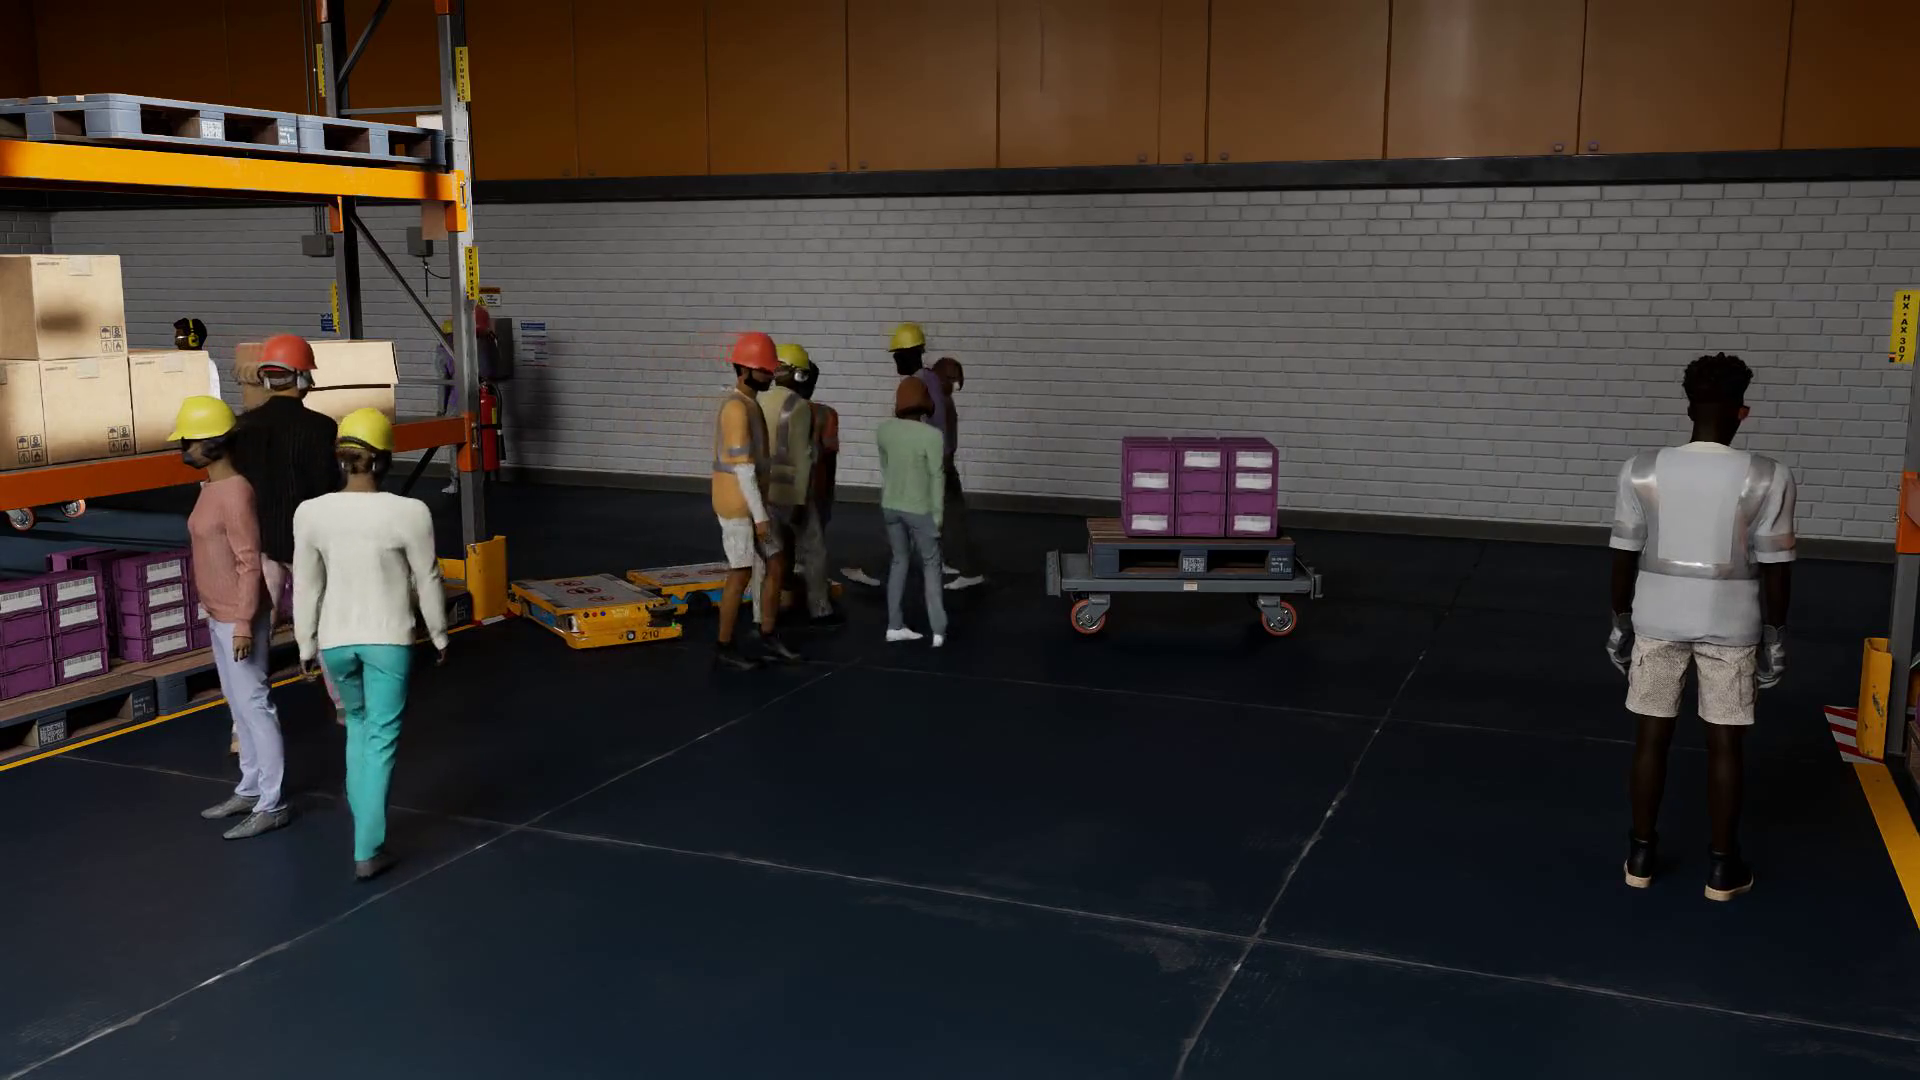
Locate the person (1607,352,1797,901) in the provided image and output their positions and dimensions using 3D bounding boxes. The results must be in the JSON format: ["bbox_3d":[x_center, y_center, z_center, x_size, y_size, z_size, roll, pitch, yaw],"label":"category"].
[{"bbox_3d":[2.657,0.309,5.997,0.611,1.962,0.364,6,11,32],"label":"person"}]

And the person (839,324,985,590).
[{"bbox_3d":[-0.291,-0.561,11.599,1.031,1.872,0.582,2,10,13],"label":"person"}]

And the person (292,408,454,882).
[{"bbox_3d":[-2.198,0.372,6.303,0.529,1.741,0.695,1,9,6],"label":"person"}]

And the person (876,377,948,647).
[{"bbox_3d":[-0.262,-0.169,9.992,0.520,1.615,0.428,6,11,31],"label":"person"}]

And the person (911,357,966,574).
[{"bbox_3d":[-0.147,-0.531,12.189,0.392,1.610,0.508,2,10,13],"label":"person"}]

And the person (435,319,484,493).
[{"bbox_3d":[-5.037,-1.337,16.660,0.313,1.738,0.483,7,12,38],"label":"person"}]

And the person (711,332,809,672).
[{"bbox_3d":[-1.103,-0.189,9.203,0.654,1.906,0.577,0,9,3],"label":"person"}]

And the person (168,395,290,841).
[{"bbox_3d":[-2.914,0.307,6.621,0.328,1.765,0.528,-7,11,-34],"label":"person"}]

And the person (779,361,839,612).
[{"bbox_3d":[-1.064,-0.368,11.088,0.544,1.639,0.903,1,9,5],"label":"person"}]

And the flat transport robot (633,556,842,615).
[{"bbox_3d":[-1.577,0.298,11.184,1.431,0.197,0.652,-6,11,-31],"label":"flat transport robot"}]

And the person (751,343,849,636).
[{"bbox_3d":[-1.007,-0.313,10.267,0.597,1.793,0.727,9,13,43],"label":"person"}]

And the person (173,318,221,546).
[{"bbox_3d":[-6.008,-0.826,13.205,0.316,1.861,0.514,-4,10,-22],"label":"person"}]

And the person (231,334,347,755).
[{"bbox_3d":[-3.187,0.010,7.874,0.637,1.948,1.011,2,10,10],"label":"person"}]

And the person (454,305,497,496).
[{"bbox_3d":[-4.751,-1.350,16.283,0.530,1.887,0.594,0,9,0],"label":"person"}]

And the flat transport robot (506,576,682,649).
[{"bbox_3d":[-2.318,0.424,10.424,0.652,0.197,1.431,-6,11,-31],"label":"flat transport robot"}]
